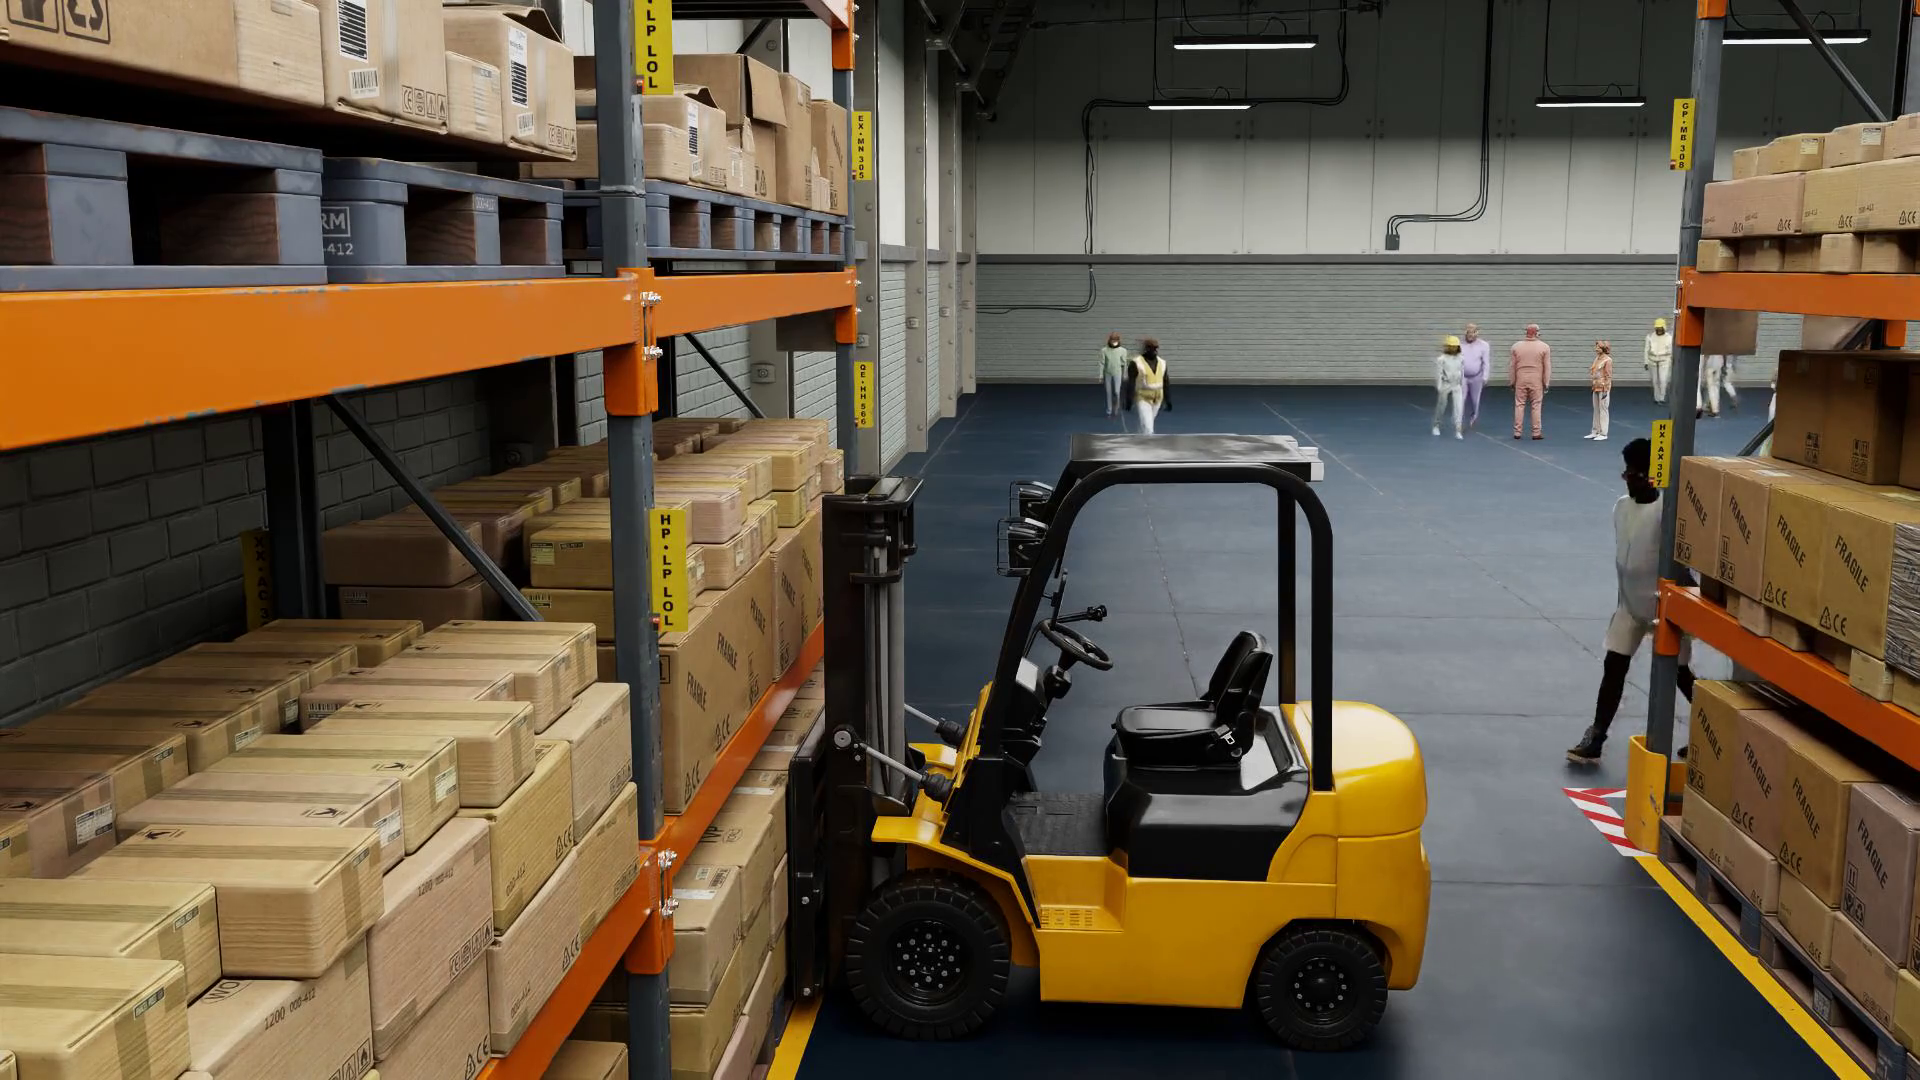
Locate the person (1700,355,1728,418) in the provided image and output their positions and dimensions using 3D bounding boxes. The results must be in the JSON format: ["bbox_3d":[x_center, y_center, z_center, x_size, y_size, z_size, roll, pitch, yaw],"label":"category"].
[{"bbox_3d":[14.235,-3.260,31.645,0.541,1.826,0.894,-2,10,-14],"label":"person"}]

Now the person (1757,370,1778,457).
[{"bbox_3d":[9.759,-1.225,19.893,0.331,1.620,0.532,1,9,8],"label":"person"}]

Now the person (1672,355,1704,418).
[{"bbox_3d":[13.737,-3.229,31.354,0.641,1.867,0.922,0,9,1],"label":"person"}]

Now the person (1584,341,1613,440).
[{"bbox_3d":[10.529,-2.455,27.332,0.308,1.640,0.510,-1,9,-5],"label":"person"}]

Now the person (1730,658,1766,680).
[{"bbox_3d":[4.501,0.540,9.127,0.567,1.661,0.599,-6,11,-33],"label":"person"}]

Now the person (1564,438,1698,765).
[{"bbox_3d":[3.981,0.356,9.512,1.017,1.912,0.660,-3,10,-20],"label":"person"}]

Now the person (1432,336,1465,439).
[{"bbox_3d":[8.162,-2.559,27.777,0.495,1.708,0.872,-1,9,-5],"label":"person"}]

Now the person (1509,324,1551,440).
[{"bbox_3d":[9.410,-2.609,27.457,0.651,1.906,0.401,5,11,29],"label":"person"}]

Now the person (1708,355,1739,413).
[{"bbox_3d":[14.781,-3.402,32.192,0.643,1.925,0.568,-1,9,-9],"label":"person"}]

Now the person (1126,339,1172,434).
[{"bbox_3d":[2.799,-2.029,24.300,0.646,1.785,0.974,-5,11,-27],"label":"person"}]

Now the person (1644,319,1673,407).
[{"bbox_3d":[14.195,-3.597,33.798,0.593,1.779,0.928,6,11,34],"label":"person"}]

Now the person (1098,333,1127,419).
[{"bbox_3d":[2.833,-3.054,31.029,0.522,1.614,0.531,2,10,11],"label":"person"}]

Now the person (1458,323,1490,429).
[{"bbox_3d":[8.823,-2.819,28.835,0.646,1.879,0.846,2,10,14],"label":"person"}]
